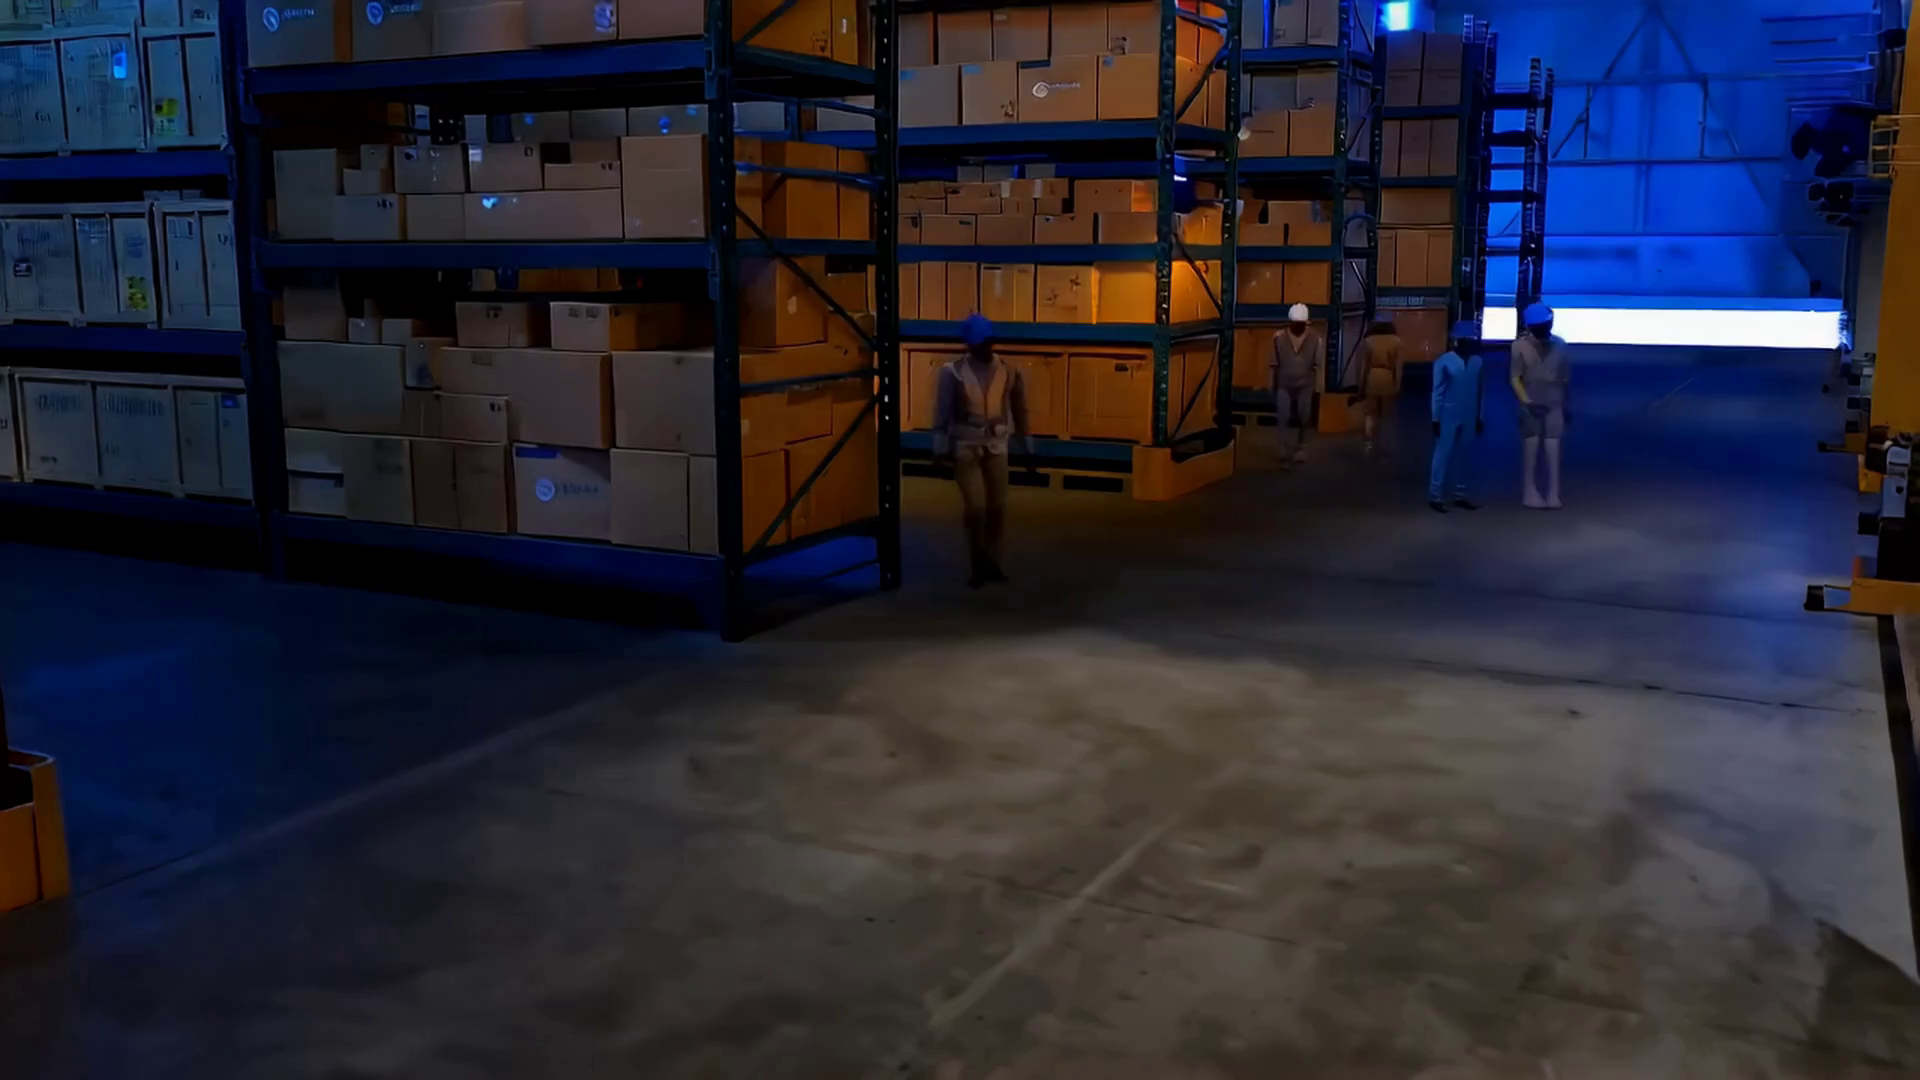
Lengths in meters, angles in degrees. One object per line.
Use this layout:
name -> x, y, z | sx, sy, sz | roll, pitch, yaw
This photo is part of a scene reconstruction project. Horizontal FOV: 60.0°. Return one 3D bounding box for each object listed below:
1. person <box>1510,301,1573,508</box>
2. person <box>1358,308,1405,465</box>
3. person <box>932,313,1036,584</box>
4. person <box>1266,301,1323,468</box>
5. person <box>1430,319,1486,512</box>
person -> 5.324, -1.231, 15.223 | 0.565, 1.896, 0.496 | 1, 10, 7
person -> 4.653, -1.689, 18.366 | 0.480, 1.731, 0.407 | 5, 11, 27
person -> 0.180, -0.626, 11.647 | 0.744, 1.912, 0.554 | -2, 10, -13
person -> 3.618, -1.674, 18.019 | 0.615, 1.813, 0.429 | 2, 10, 11
person -> 4.512, -1.118, 15.011 | 0.579, 1.742, 0.360 | -5, 11, -25
